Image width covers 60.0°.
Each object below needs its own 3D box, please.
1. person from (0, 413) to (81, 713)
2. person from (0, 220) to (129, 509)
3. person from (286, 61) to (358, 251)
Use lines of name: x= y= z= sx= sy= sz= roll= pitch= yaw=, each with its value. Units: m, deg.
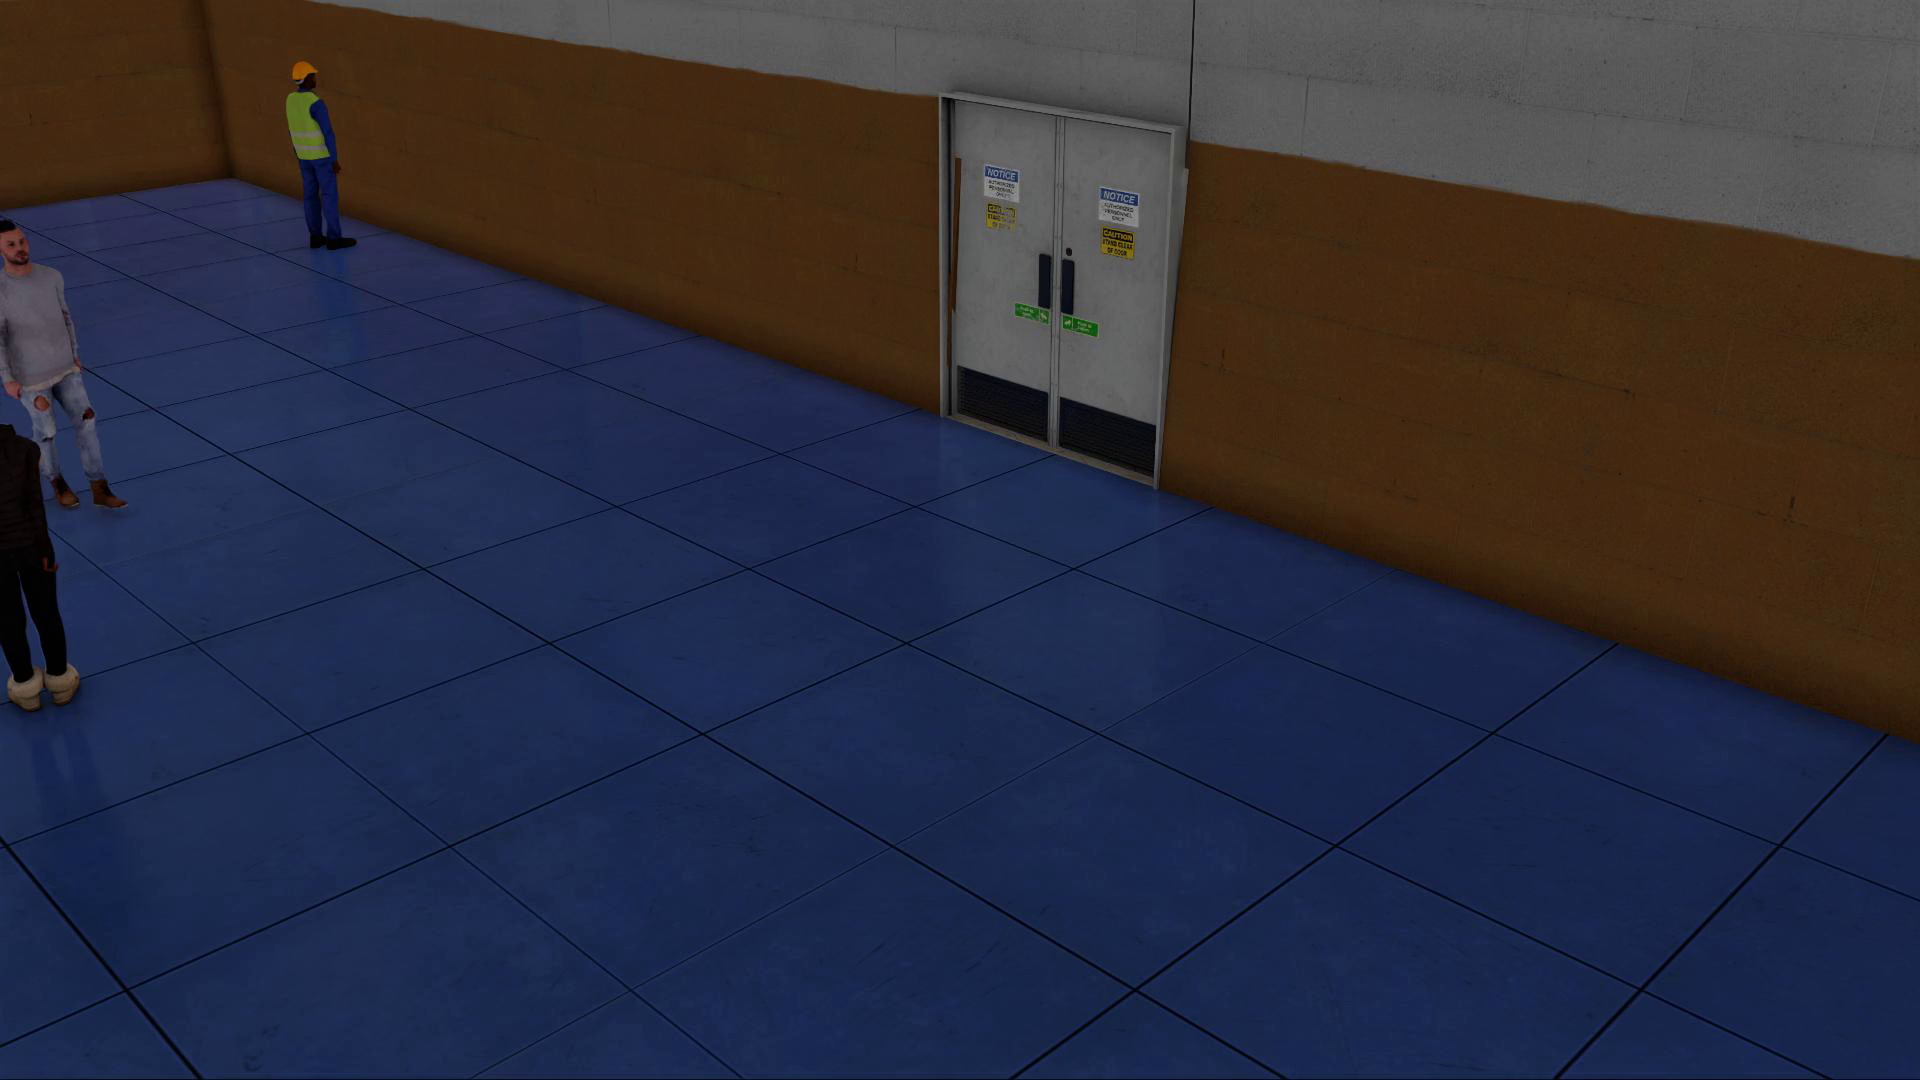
person: x=-4.458 y=0.055 z=7.830 sx=0.666 sy=1.661 sz=0.601 roll=8 pitch=25 yaw=19
person: x=-5.661 y=-1.058 z=10.184 sx=0.853 sy=1.813 sz=0.891 roll=16 pitch=28 yaw=33
person: x=-6.383 y=-3.803 z=16.457 sx=0.738 sy=1.812 sz=0.689 roll=11 pitch=26 yaw=23
